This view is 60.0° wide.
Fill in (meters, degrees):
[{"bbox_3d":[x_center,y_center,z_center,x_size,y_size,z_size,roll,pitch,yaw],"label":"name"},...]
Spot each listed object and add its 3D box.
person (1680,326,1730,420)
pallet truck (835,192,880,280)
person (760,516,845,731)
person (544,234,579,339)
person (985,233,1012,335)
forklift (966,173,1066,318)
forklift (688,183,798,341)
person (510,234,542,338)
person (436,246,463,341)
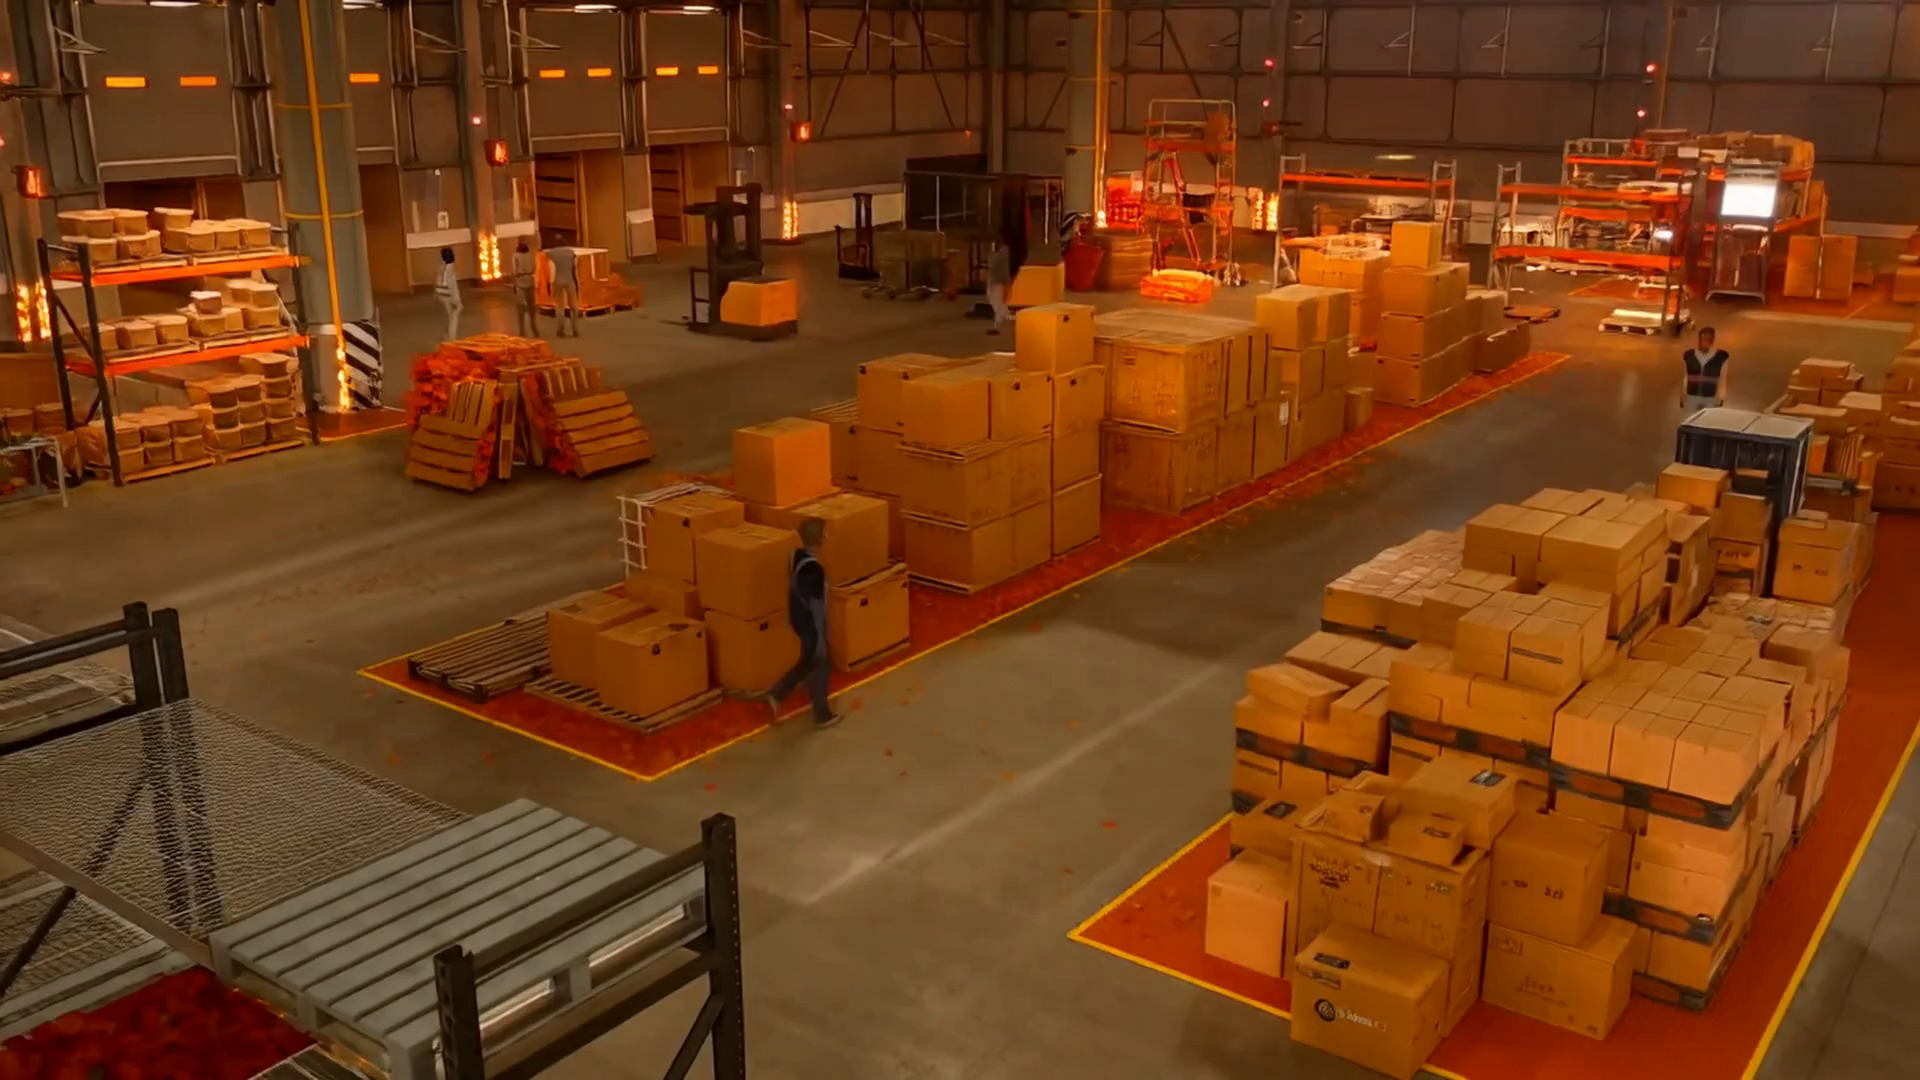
[{"bbox_3d":[9.701,-1.884,21.730,0.590,1.881,0.963,11,20,32],"label":"person"},{"bbox_3d":[-1.936,-7.159,38.982,1.885,1.965,0.823,-12,21,-34],"label":"pallet truck"},{"bbox_3d":[-1.247,0.690,13.283,0.621,1.831,0.539,-10,19,-30],"label":"person"},{"bbox_3d":[-7.405,-4.720,31.015,0.628,1.935,0.373,-8,18,-23],"label":"person"},{"bbox_3d":[0.746,-4.831,31.395,0.500,1.928,0.653,-8,19,-25],"label":"person"},{"bbox_3d":[1.150,-5.888,33.272,1.873,2.768,1.129,3,17,10],"label":"forklift"},{"bbox_3d":[-4.092,-5.262,31.198,1.873,2.768,1.129,12,21,35],"label":"forklift"},{"bbox_3d":[-8.120,-4.767,31.178,0.543,1.931,0.371,-13,21,-37],"label":"person"},{"bbox_3d":[-9.105,-4.316,29.780,0.417,1.870,0.614,-14,22,-39],"label":"person"}]
